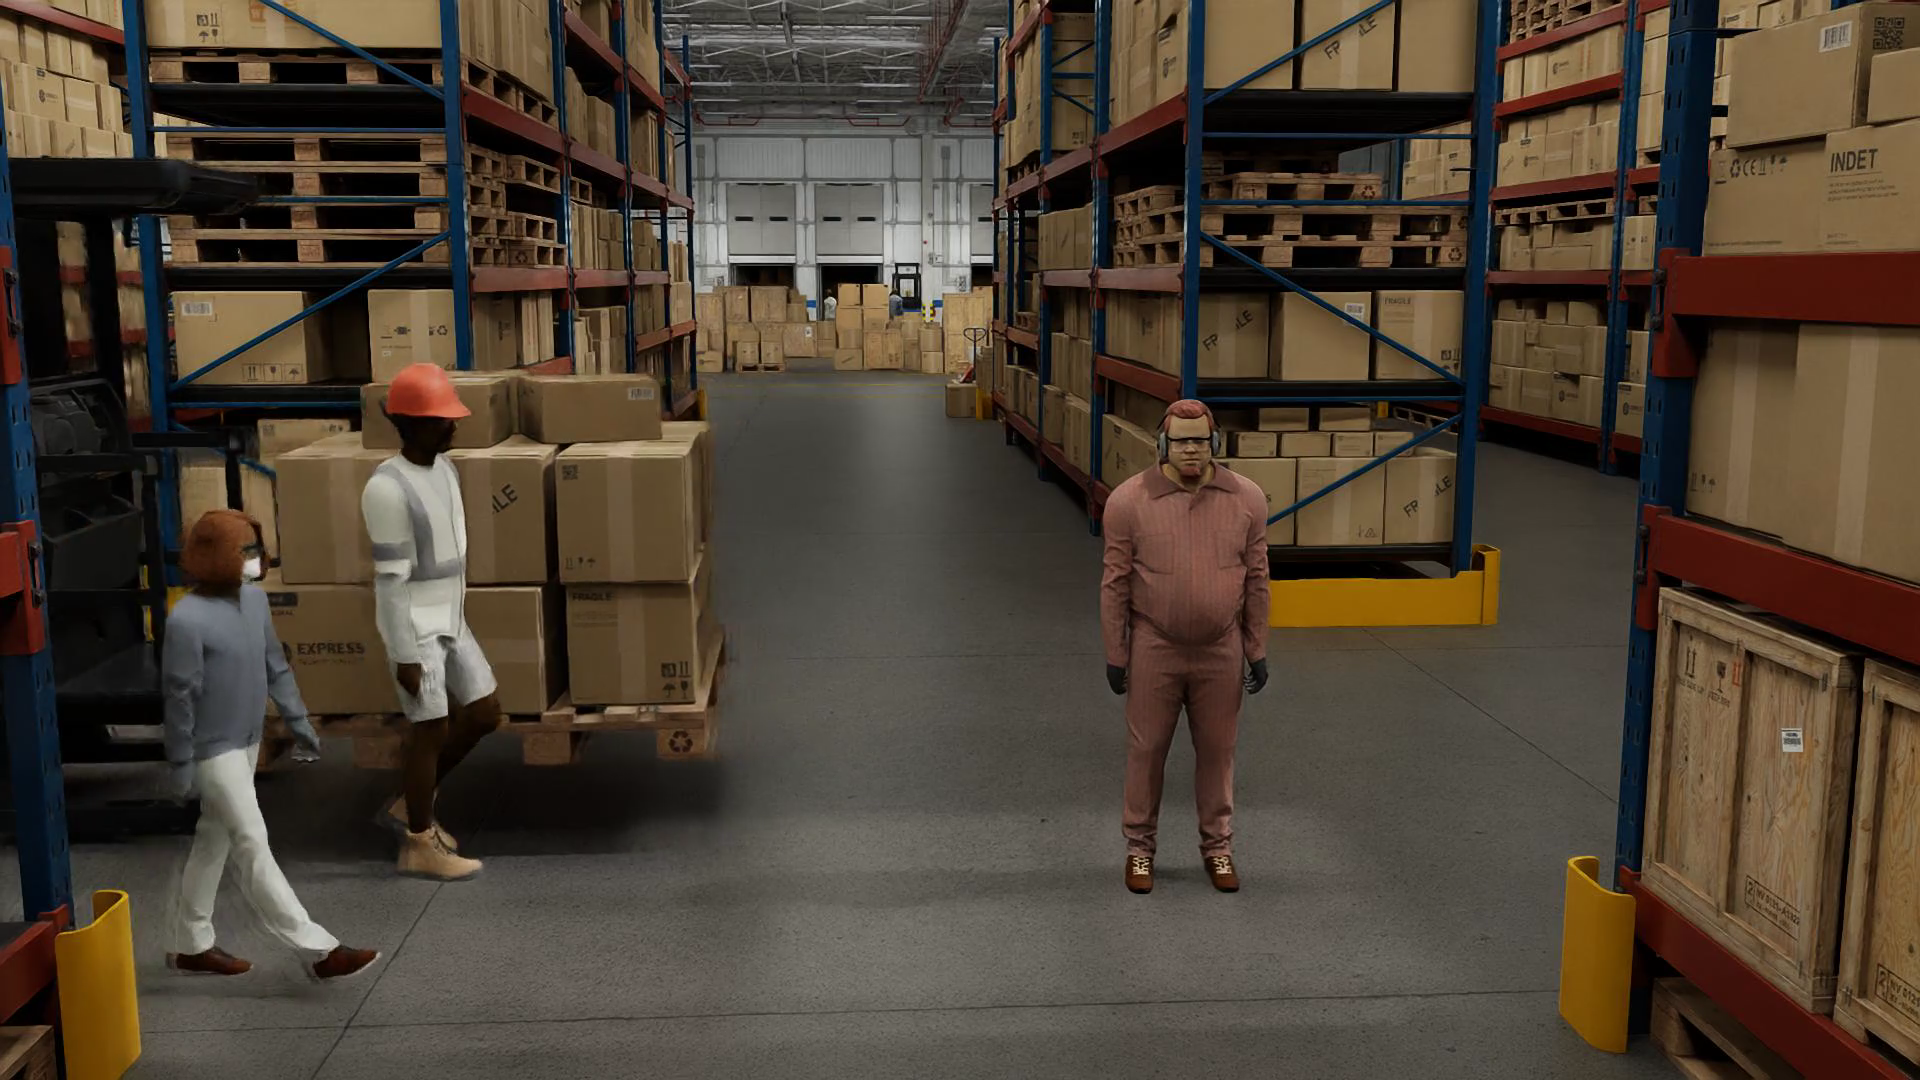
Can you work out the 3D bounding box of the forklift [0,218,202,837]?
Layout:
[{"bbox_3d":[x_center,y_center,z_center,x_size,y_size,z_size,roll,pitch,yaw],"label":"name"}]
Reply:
[{"bbox_3d":[-4.160,-0.208,7.138,1.873,2.768,1.129,-1,9,-5],"label":"forklift"}]

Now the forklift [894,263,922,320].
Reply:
[{"bbox_3d":[-1.987,-9.022,62.479,1.129,2.768,1.873,-1,9,-4],"label":"forklift"}]

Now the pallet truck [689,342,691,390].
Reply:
[{"bbox_3d":[-5.225,-3.008,27.480,1.885,1.965,0.823,2,9,14],"label":"pallet truck"}]

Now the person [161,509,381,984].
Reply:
[{"bbox_3d":[-2.272,0.694,5.457,0.827,1.597,0.510,1,9,4],"label":"person"}]

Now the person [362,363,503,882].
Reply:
[{"bbox_3d":[-2.026,0.332,6.423,0.424,2.023,0.631,1,9,9],"label":"person"}]

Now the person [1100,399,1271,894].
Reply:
[{"bbox_3d":[0.861,0.412,6.334,0.650,1.900,0.399,-1,9,-4],"label":"person"}]

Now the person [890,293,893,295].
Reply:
[{"bbox_3d":[-2.537,-8.446,62.561,0.540,1.697,0.317,0,9,-2],"label":"person"}]

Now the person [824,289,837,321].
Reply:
[{"bbox_3d":[-4.057,-6.846,51.783,0.370,1.934,0.627,4,10,24],"label":"person"}]

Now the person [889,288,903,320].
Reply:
[{"bbox_3d":[-2.277,-7.794,57.776,0.636,1.927,0.386,3,9,17],"label":"person"}]
